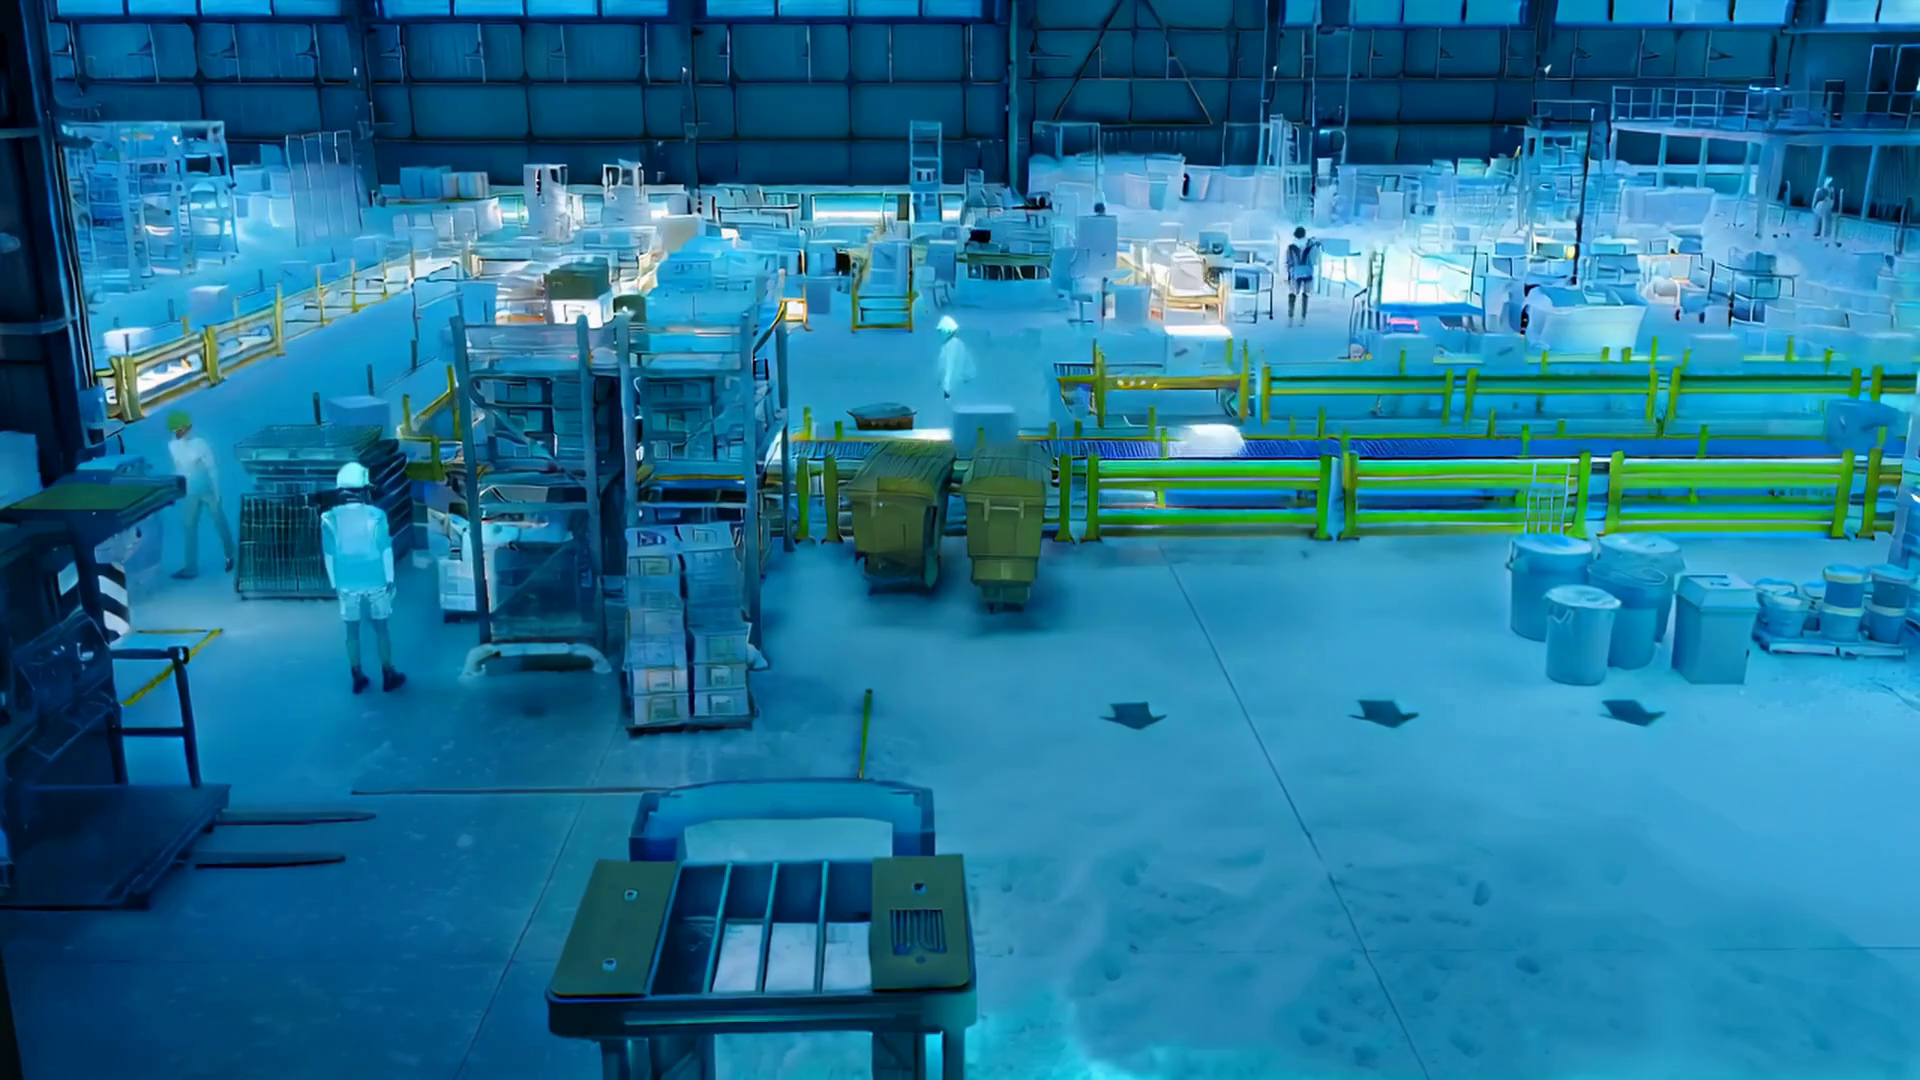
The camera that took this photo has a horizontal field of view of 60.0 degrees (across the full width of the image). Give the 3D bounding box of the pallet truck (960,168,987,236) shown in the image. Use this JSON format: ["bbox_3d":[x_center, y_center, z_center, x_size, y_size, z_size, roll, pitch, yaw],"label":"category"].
[{"bbox_3d":[0.383,-10.230,50.206,0.823,1.965,1.885,-1,16,-3],"label":"pallet truck"}]

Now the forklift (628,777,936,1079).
[{"bbox_3d":[-0.542,2.165,5.552,1.129,2.768,1.873,-1,16,-2],"label":"forklift"}]

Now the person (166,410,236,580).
[{"bbox_3d":[-7.680,-0.463,16.746,0.638,1.705,0.894,4,17,13],"label":"person"}]

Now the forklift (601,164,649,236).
[{"bbox_3d":[-9.948,-10.127,49.296,1.157,1.987,2.680,-1,16,-3],"label":"forklift"}]

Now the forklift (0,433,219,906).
[{"bbox_3d":[-5.952,0.780,10.366,1.873,2.768,1.129,0,16,-1],"label":"forklift"}]

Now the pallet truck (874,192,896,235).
[{"bbox_3d":[-2.277,-9.986,50.594,0.653,1.274,1.630,0,16,-1],"label":"pallet truck"}]

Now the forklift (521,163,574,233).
[{"bbox_3d":[-12.233,-10.122,49.298,1.157,1.987,2.680,0,16,-1],"label":"forklift"}]

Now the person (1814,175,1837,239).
[{"bbox_3d":[25.475,-9.793,48.957,0.508,1.844,0.332,3,16,10],"label":"person"}]

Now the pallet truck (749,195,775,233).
[{"bbox_3d":[-6.051,-9.967,50.660,0.680,1.201,1.601,0,16,-1],"label":"pallet truck"}]

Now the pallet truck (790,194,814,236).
[{"bbox_3d":[-4.814,-9.883,50.259,0.704,1.261,1.522,-1,16,-3],"label":"pallet truck"}]

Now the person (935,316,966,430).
[{"bbox_3d":[-0.027,-2.103,22.320,0.812,1.807,0.604,2,16,7],"label":"person"}]

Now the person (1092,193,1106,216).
[{"bbox_3d":[3.607,-7.821,42.032,0.660,1.882,0.647,2,16,7],"label":"person"}]

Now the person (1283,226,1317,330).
[{"bbox_3d":[6.570,-5.046,32.163,0.621,2.007,0.843,8,18,24],"label":"person"}]

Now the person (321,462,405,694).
[{"bbox_3d":[-4.907,0.314,13.661,0.542,1.939,0.362,-1,16,-5],"label":"person"}]

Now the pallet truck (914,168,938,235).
[{"bbox_3d":[-0.989,-10.316,50.507,0.823,1.965,1.885,1,16,3],"label":"pallet truck"}]
